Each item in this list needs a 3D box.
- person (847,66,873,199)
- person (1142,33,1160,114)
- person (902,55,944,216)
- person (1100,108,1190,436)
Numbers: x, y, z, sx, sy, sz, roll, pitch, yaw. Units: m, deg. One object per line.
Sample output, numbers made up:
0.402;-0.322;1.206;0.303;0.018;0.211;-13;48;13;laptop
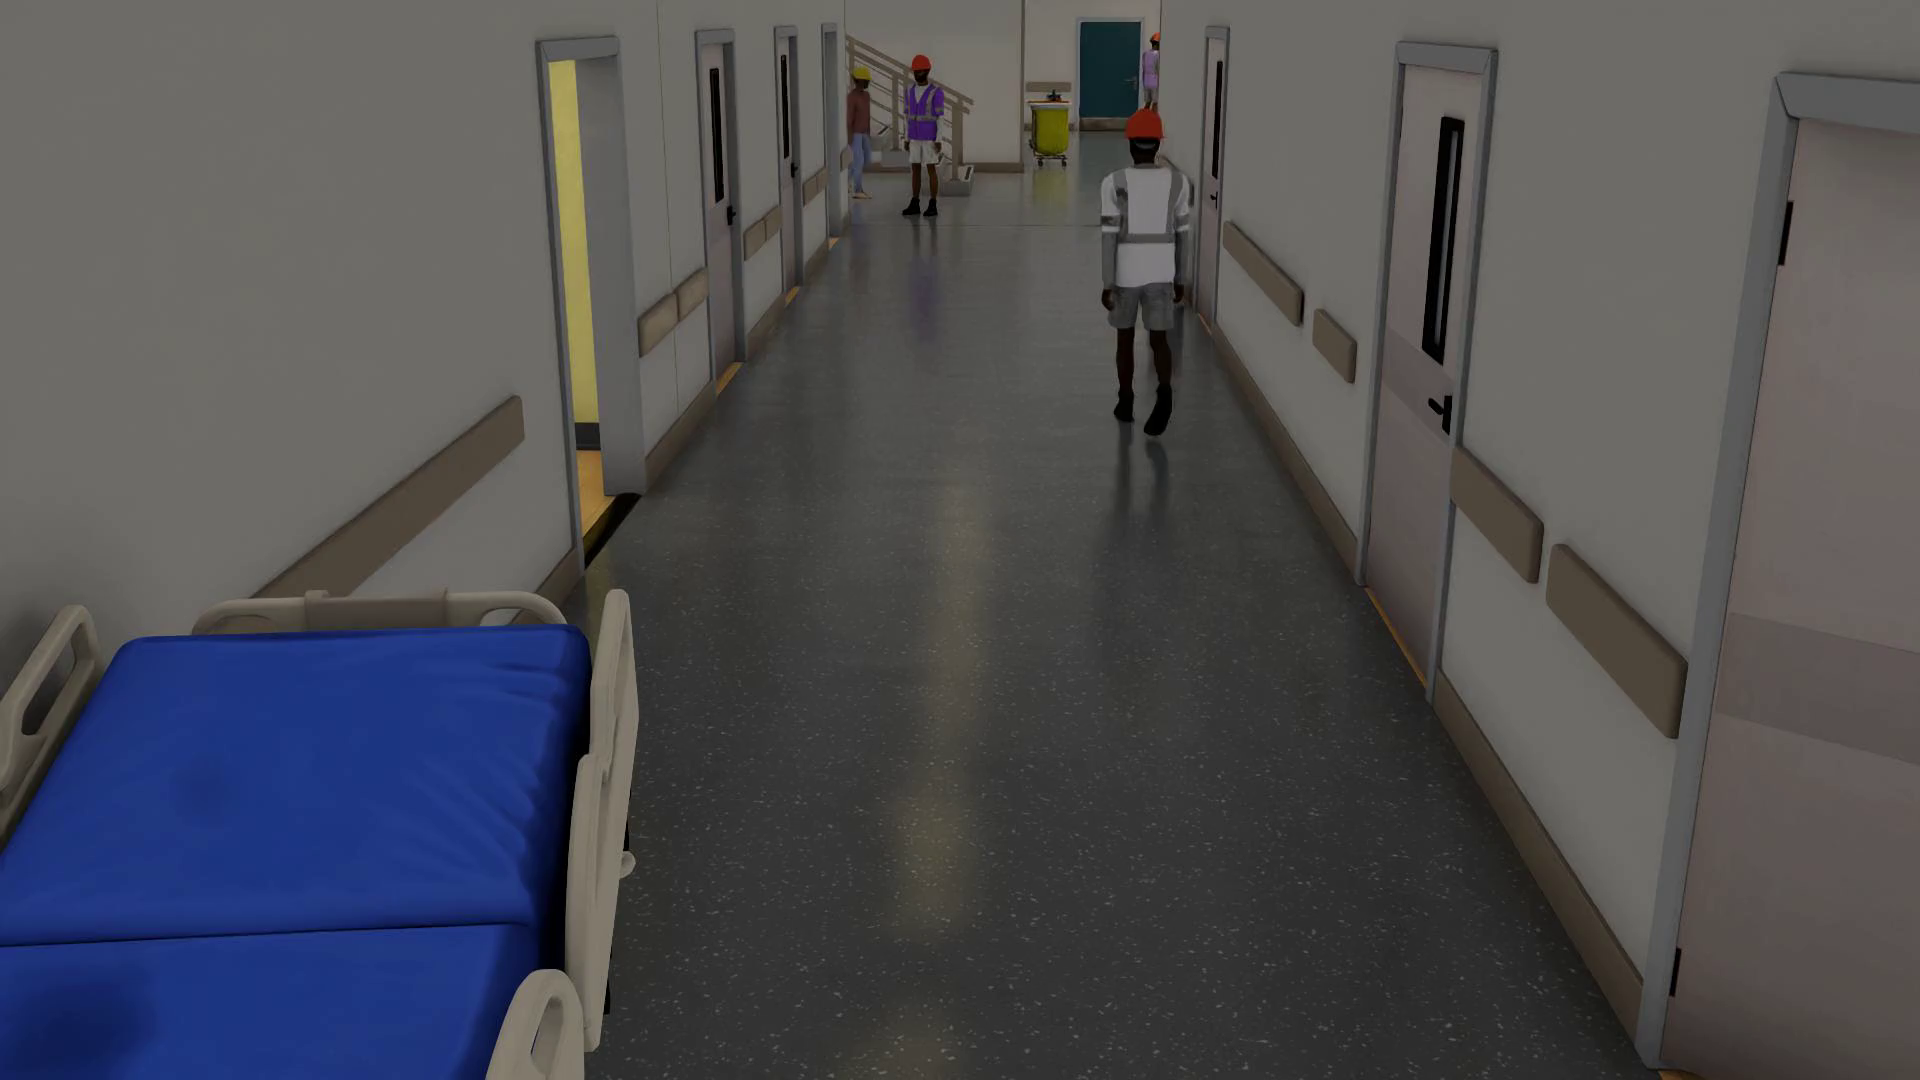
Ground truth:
-1.403;-5.484;22.401;0.510;1.745;0.547;9;20;26;person
3.947;-9.238;33.753;0.407;2.031;0.611;-12;21;-34;person
-0.462;-4.967;20.468;0.545;1.939;0.374;11;21;30;person
1.108;-1.574;9.876;0.551;1.910;0.848;-2;18;-5;person
